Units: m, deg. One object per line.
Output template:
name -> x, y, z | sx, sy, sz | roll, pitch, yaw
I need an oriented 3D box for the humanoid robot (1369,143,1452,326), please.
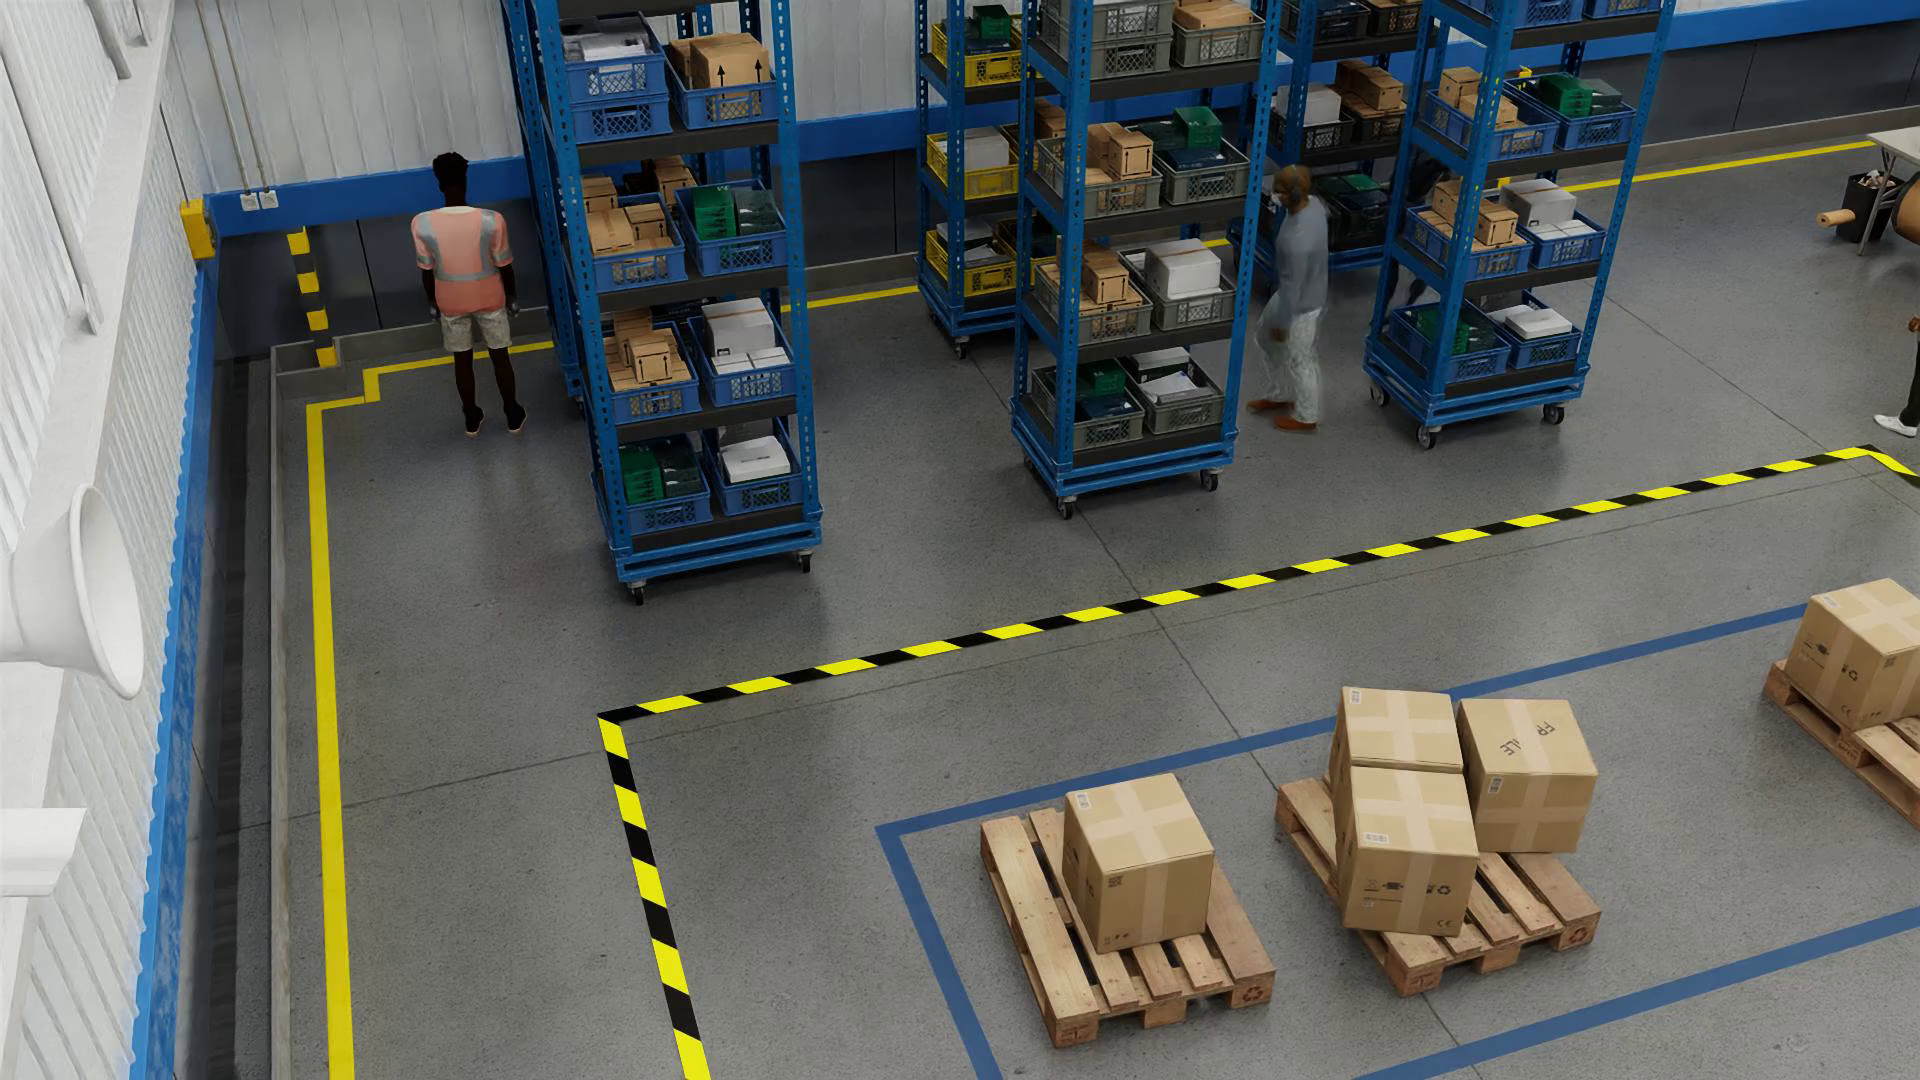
humanoid robot -> 3.268, -2.309, 12.113 | 0.358, 1.644, 0.587 | -21, 40, -27

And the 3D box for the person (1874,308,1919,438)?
person -> 6.467, -1.534, 10.857 | 0.589, 1.852, 0.397 | -11, 37, -15

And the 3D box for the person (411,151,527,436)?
person -> -3.173, -1.572, 10.825 | 0.596, 1.958, 0.370 | -7, 36, -10

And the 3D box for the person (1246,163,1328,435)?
person -> 2.151, -1.543, 10.822 | 0.643, 1.905, 0.641 | 9, 36, 12
